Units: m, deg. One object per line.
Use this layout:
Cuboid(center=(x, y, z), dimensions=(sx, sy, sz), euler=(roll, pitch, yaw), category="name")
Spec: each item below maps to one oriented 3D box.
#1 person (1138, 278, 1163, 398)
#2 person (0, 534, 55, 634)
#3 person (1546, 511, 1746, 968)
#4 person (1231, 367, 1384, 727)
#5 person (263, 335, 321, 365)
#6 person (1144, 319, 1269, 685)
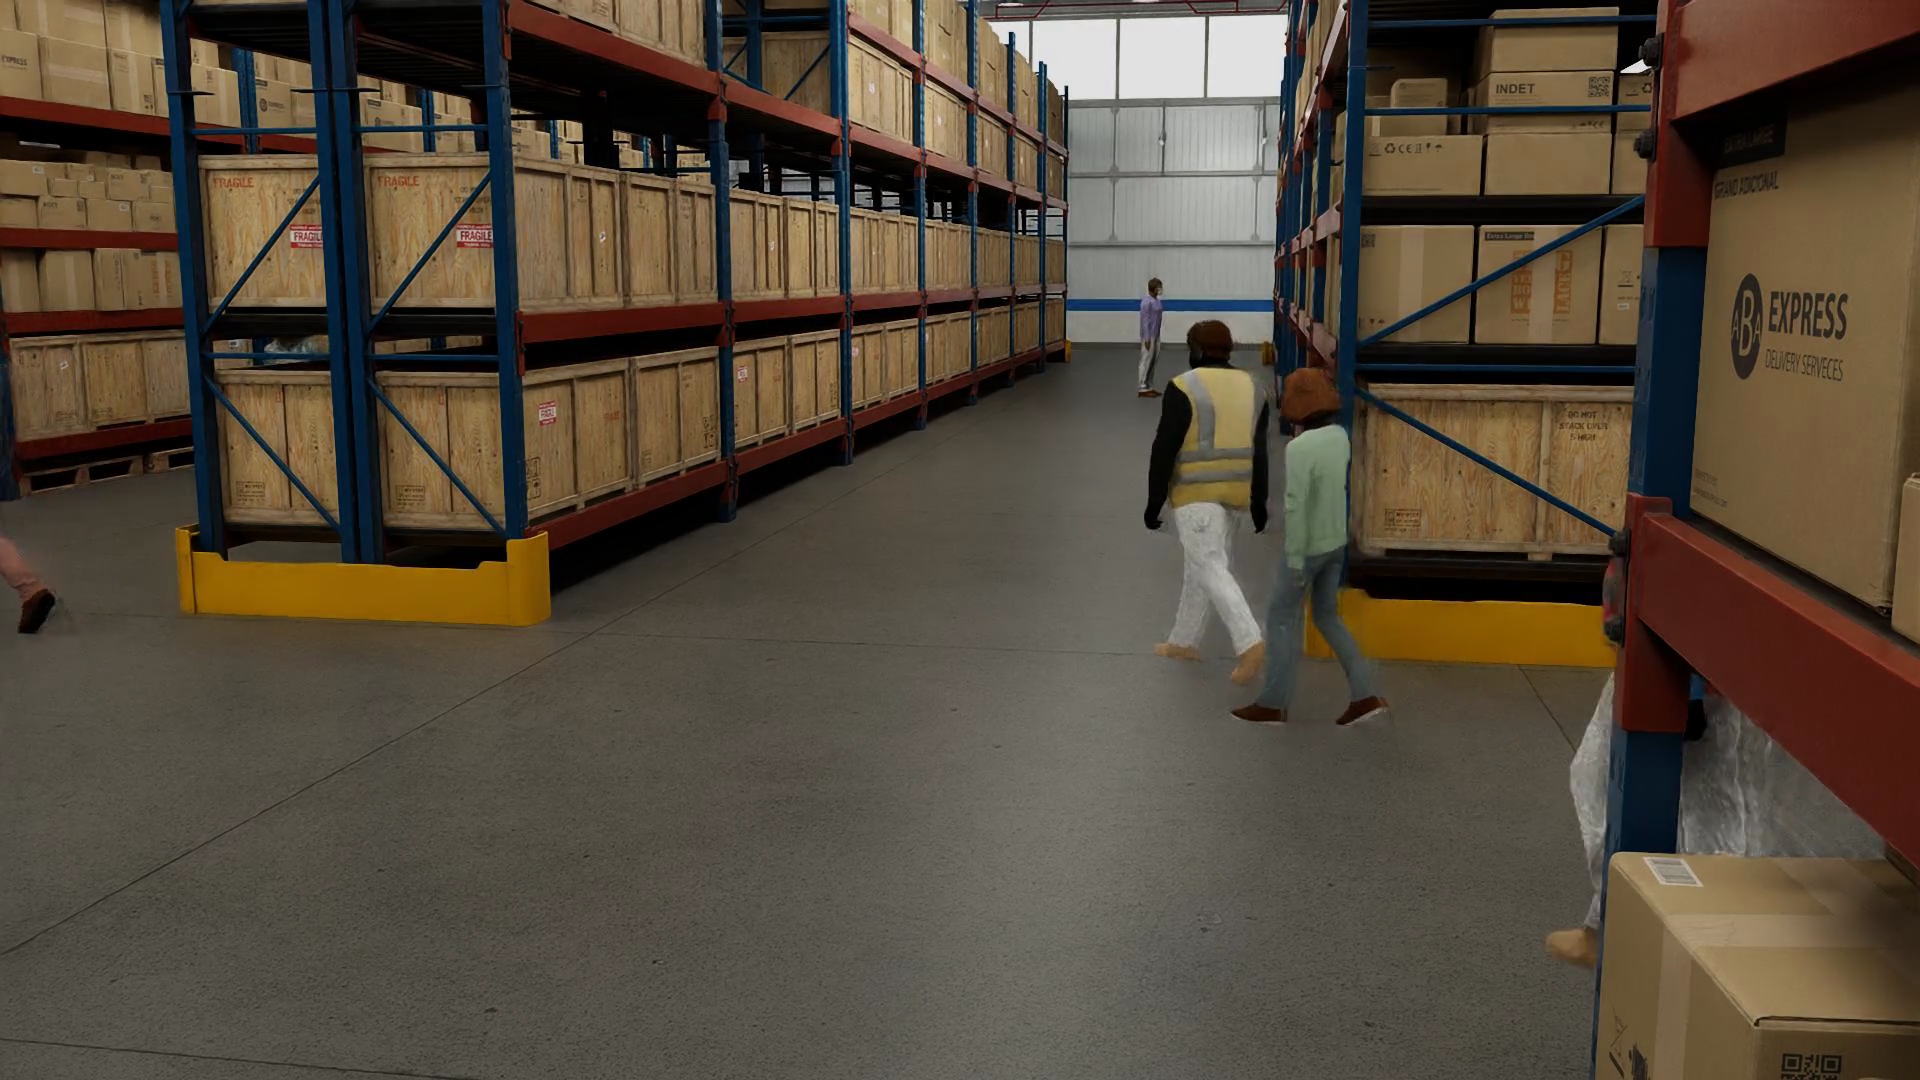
Cuboid(center=(3.089, -3.259, 26.859), dimensions=(0.368, 1.930, 0.629), euler=(5, 10, 26), category="person")
Cuboid(center=(-5.524, -0.381, 9.179), dimensions=(0.901, 1.875, 0.653), euler=(2, 9, 10), category="person")
Cuboid(center=(2.004, 0.349, 4.799), dimensions=(0.642, 1.821, 0.623), euler=(8, 12, 40), category="person")
Cuboid(center=(1.572, 0.042, 7.341), dimensions=(0.625, 1.611, 0.507), euler=(8, 12, 42), category="person")
Cuboid(center=(-5.946, -1.205, 14.786), dimensions=(0.511, 1.709, 0.828), euler=(-1, 9, -6), category="person")
Cuboid(center=(1.303, -0.199, 8.336), dimensions=(0.641, 1.807, 0.950), euler=(-7, 11, -35), category="person")
